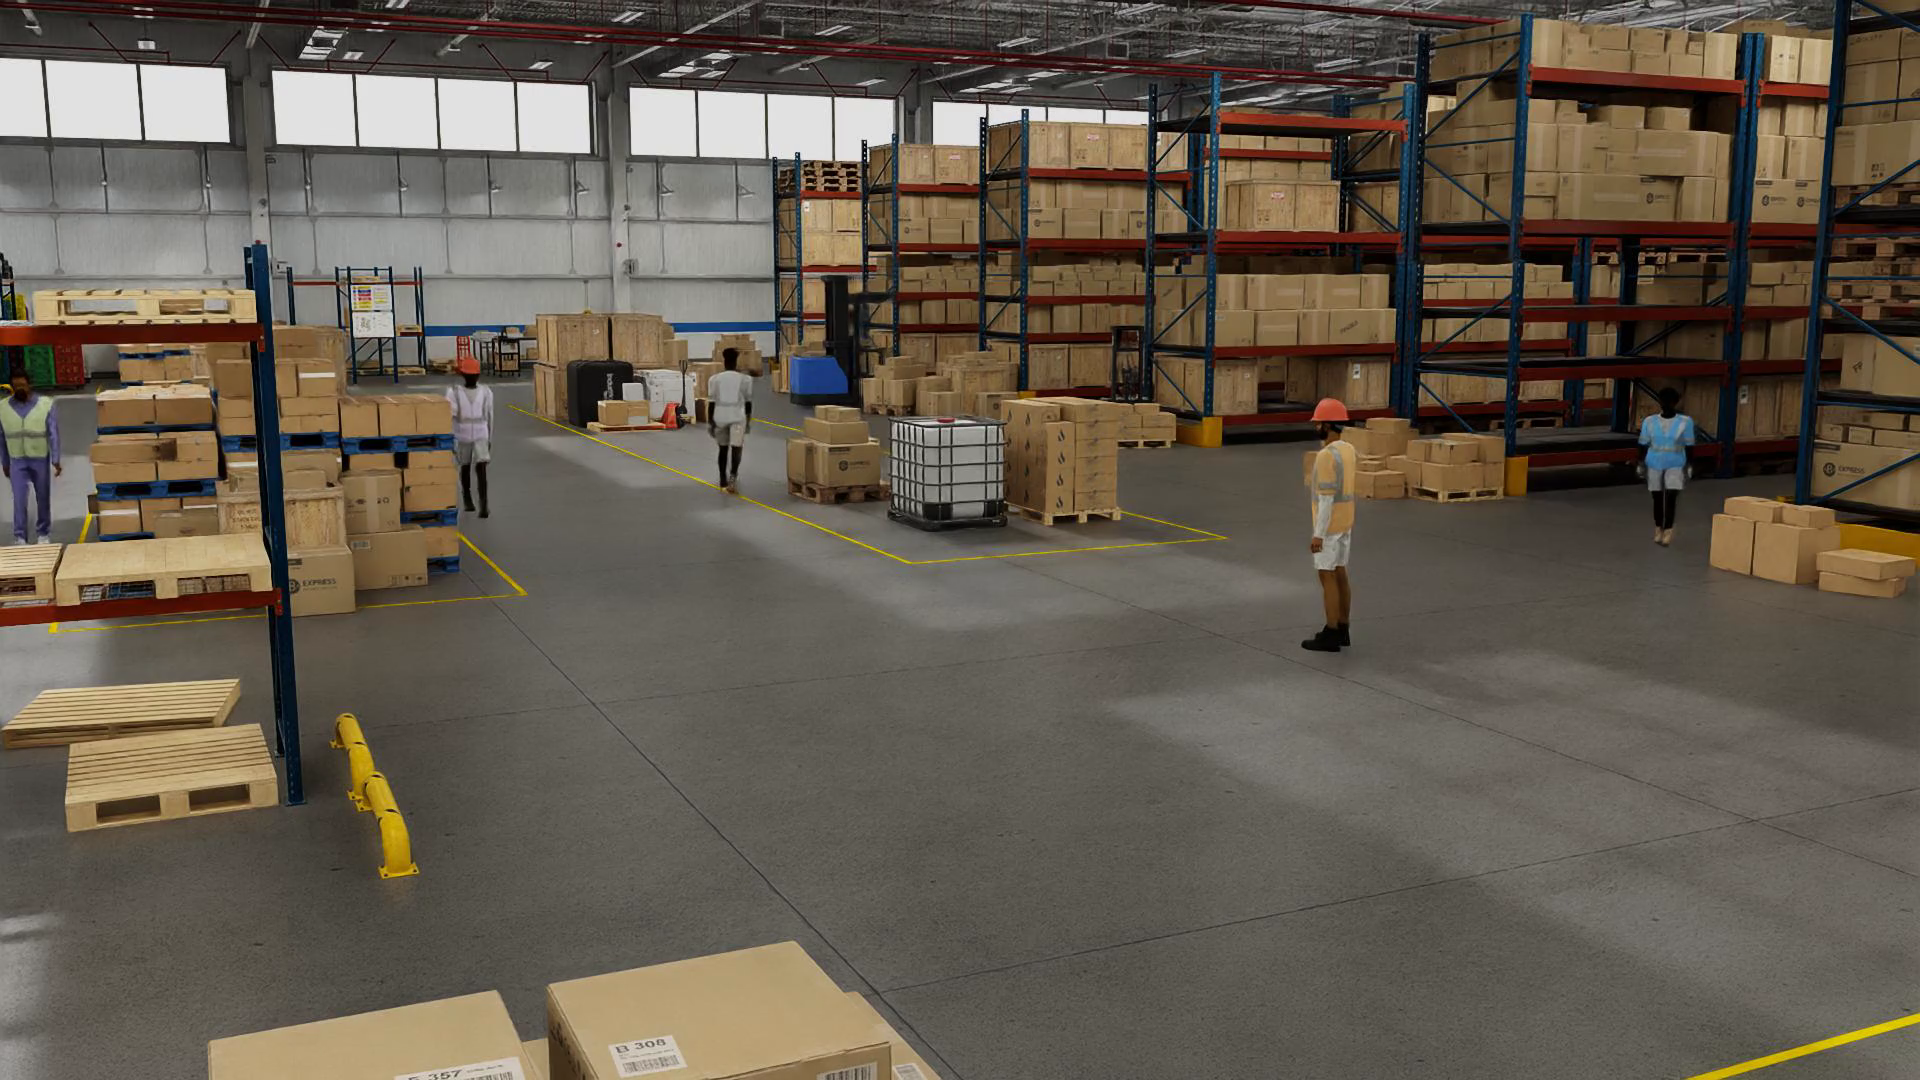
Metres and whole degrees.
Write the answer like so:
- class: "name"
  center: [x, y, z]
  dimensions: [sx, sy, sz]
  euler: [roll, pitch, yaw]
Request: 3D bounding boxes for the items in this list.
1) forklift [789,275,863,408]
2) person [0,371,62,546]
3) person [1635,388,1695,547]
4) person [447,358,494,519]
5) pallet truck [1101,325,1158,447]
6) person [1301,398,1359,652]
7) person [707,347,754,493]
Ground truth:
- class: "forklift"
  center: [-2.662, -4.273, 35.599]
  dimensions: [1.873, 2.768, 1.129]
  euler: [-3, 10, -19]
- class: "person"
  center: [-9.666, -0.817, 17.270]
  dimensions: [0.611, 1.865, 0.987]
  euler: [-4, 10, -21]
- class: "person"
  center: [7.385, -0.754, 17.492]
  dimensions: [0.556, 1.663, 0.792]
  euler: [6, 11, 34]
- class: "person"
  center: [-5.816, -1.227, 19.794]
  dimensions: [0.545, 1.895, 1.005]
  euler: [-4, 10, -21]
- class: "pallet truck"
  center: [2.881, -2.596, 27.923]
  dimensions: [0.823, 1.965, 1.885]
  euler: [-1, 9, -7]
- class: "person"
  center: [2.815, -0.116, 12.724]
  dimensions: [0.373, 1.935, 0.552]
  euler: [6, 11, 34]
- class: "person"
  center: [-3.023, -1.567, 21.812]
  dimensions: [0.598, 1.923, 0.838]
  euler: [0, 9, 2]
